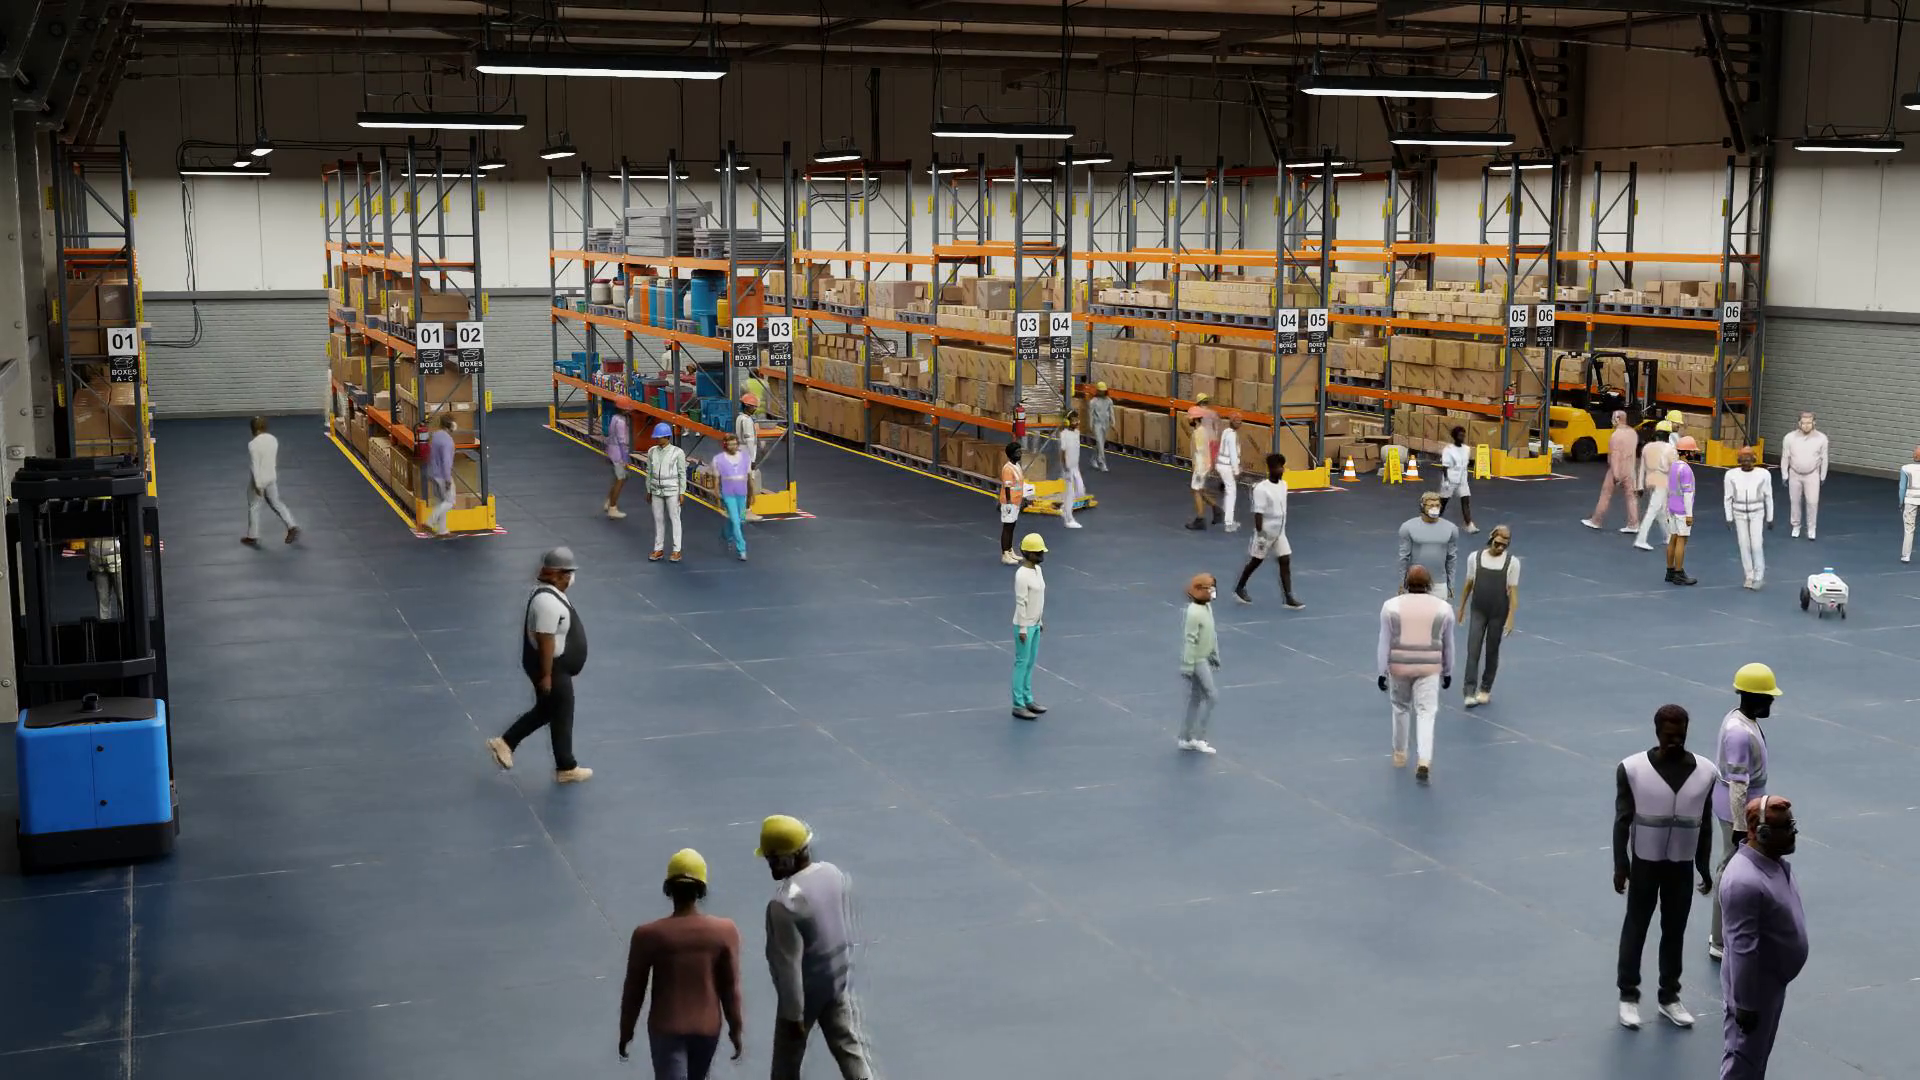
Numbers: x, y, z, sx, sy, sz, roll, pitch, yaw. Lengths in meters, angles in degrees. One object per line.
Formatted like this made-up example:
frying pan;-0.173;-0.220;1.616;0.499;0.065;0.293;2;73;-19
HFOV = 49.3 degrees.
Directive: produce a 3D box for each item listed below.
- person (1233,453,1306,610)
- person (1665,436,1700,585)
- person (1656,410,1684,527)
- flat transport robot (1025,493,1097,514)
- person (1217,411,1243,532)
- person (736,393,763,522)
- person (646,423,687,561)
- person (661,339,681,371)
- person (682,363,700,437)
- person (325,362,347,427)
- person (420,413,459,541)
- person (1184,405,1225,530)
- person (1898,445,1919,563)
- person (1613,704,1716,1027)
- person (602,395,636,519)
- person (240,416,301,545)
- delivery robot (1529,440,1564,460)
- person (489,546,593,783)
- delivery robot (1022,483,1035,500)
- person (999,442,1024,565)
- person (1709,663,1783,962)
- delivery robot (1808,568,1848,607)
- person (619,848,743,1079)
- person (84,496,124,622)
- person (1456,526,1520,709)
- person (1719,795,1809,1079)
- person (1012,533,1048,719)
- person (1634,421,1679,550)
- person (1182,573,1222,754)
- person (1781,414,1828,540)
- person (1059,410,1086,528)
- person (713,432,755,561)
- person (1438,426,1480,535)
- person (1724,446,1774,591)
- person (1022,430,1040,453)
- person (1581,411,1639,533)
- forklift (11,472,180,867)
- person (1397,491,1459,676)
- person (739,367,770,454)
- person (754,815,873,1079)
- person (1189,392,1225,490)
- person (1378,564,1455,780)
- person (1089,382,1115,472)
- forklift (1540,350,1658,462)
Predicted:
person;3.789;-0.131;25.798;0.624;1.922;1.008;-8;12;-43
person;9.492;-0.396;27.492;0.358;1.938;0.545;-1;9;-4
person;11.078;-1.116;32.674;0.403;1.822;0.588;7;11;38
flat transport robot;1.680;-0.619;34.647;0.652;0.197;1.431;5;10;28
person;4.161;-1.075;32.315;0.390;1.859;0.591;0;9;2
person;-3.363;-1.318;33.320;0.386;2.034;0.604;-3;9;-22
person;-4.124;-0.669;29.296;0.615;1.939;0.404;3;9;21
person;-7.026;-3.926;50.887;0.412;1.986;0.622;7;11;41
person;-5.979;-3.128;46.696;0.514;1.640;0.311;1;9;8
person;-14.474;-3.416;48.707;0.809;1.601;0.498;3;9;22
person;-7.721;-0.934;31.145;0.541;1.918;0.655;-4;10;-27
person;3.748;-1.120;32.336;0.585;1.926;0.584;3;9;18
person;13.324;-0.494;29.125;0.514;1.641;0.315;3;9;21
person;4.119;1.891;12.304;0.596;1.916;0.373;-1;9;-4
person;-5.432;-1.328;33.514;0.516;1.994;0.636;-3;9;-18
person;-10.192;-0.877;30.796;0.920;1.915;0.628;3;9;21
delivery robot;11.524;-1.794;41.227;0.477;0.478;0.707;-6;10;-36
person;-3.551;1.044;17.687;0.797;2.000;0.704;-2;9;-15
delivery robot;0.953;-0.786;34.508;0.477;0.478;0.707;4;9;26
person;0.723;-0.521;29.118;0.322;1.697;0.535;3;9;17
person;5.008;1.726;13.375;0.382;1.924;0.594;3;9;22
delivery robot;10.522;0.581;25.392;0.477;0.478;0.707;2;9;11
person;-1.331;2.341;10.030;0.562;1.708;0.911;-3;9;-19
person;-9.441;0.292;23.261;0.592;1.830;0.404;1;9;5
person;5.091;0.755;20.308;0.589;1.790;0.870;3;9;21
person;3.956;2.192;10.327;0.407;1.913;0.641;5;10;32
person;0.683;0.809;20.028;0.326;1.767;0.533;3;9;21
person;10.181;-0.797;30.420;1.052;1.862;0.630;-5;10;-29
person;2.193;1.095;18.626;0.493;1.617;0.502;3;9;19
person;12.614;-0.944;31.332;0.649;1.879;0.835;4;9;25
person;1.730;-1.101;32.497;0.410;1.843;0.537;6;11;37
person;-3.221;-0.641;29.580;0.605;1.806;0.765;-4;9;-26
person;7.553;-0.913;31.884;0.549;1.643;0.898;-4;9;-25
person;10.165;-0.282;27.033;0.611;1.854;0.727;5;10;28
person;1.430;-2.435;42.156;0.513;1.619;0.525;-5;10;-28
person;10.043;-1.054;32.127;0.647;1.865;0.952;-6;10;-35
forklift;-6.630;0.886;15.957;1.129;2.768;1.873;-3;9;-21
person;4.867;0.456;21.805;0.632;1.940;0.372;0;9;-1
person;-4.201;-2.624;42.779;0.623;1.818;0.587;-2;9;-13
person;-0.724;2.234;10.543;0.910;1.771;0.652;5;10;31
person;4.402;-1.759;37.234;0.541;1.729;0.840;-4;10;-27
person;3.895;1.114;17.887;0.640;1.810;0.910;2;9;11
person;2.705;-2.207;40.350;0.498;1.713;0.843;-4;9;-23
forklift;12.897;-2.725;42.309;2.313;2.155;1.214;-3;9;-21
